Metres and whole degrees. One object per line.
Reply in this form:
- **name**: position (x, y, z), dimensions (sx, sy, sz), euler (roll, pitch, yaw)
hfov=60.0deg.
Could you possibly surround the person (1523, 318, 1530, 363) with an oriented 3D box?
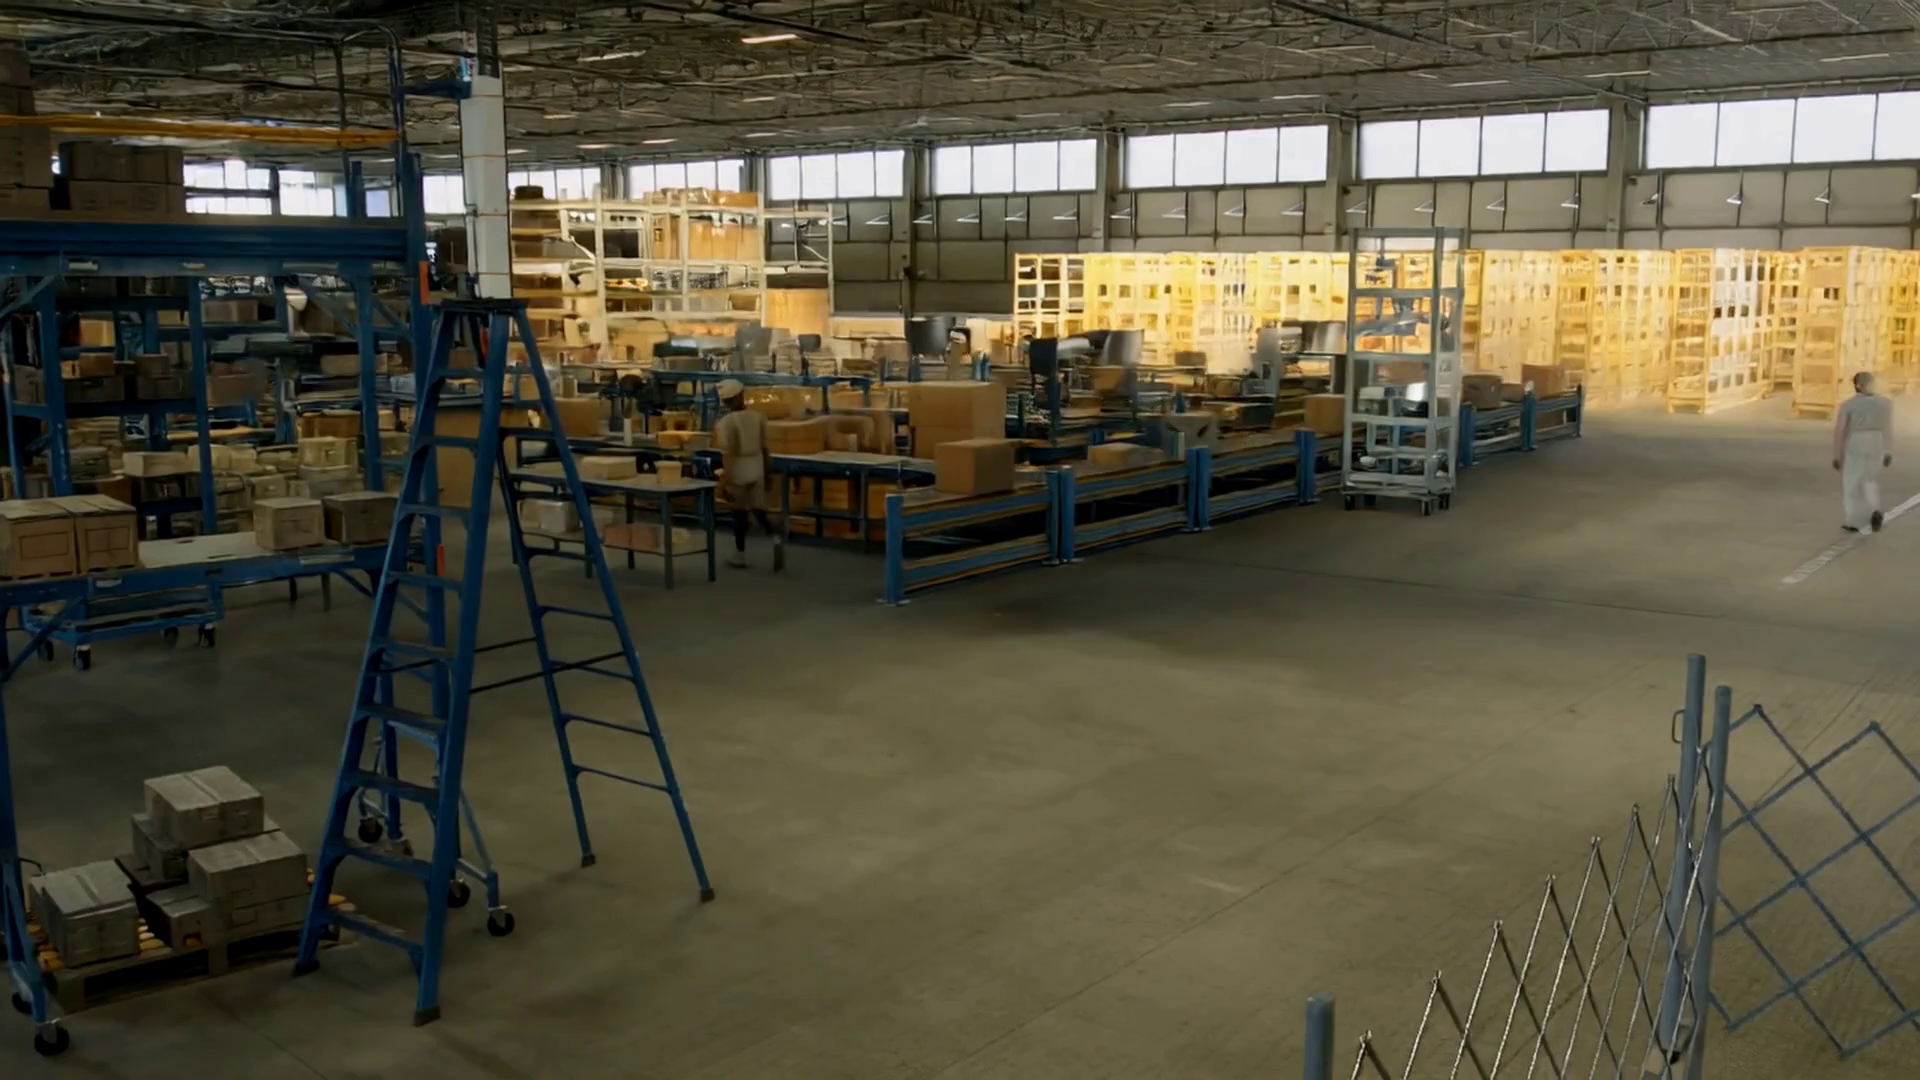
- **person**: position (15.839, -5.341, 46.581), dimensions (0.396, 1.847, 0.565), euler (-1, 9, -5)

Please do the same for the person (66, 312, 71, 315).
- **person**: position (-28.475, -6.420, 53.404), dimensions (0.607, 1.813, 0.464), euler (6, 11, 31)

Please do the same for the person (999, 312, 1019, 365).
- **person**: position (1.451, -5.757, 48.999), dimensions (0.625, 1.895, 0.984), euler (2, 9, 13)

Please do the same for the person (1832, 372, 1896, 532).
- **person**: position (10.563, -1.022, 19.471), dimensions (0.675, 1.890, 0.474), euler (0, 9, 2)

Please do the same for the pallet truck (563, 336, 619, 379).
- **pallet truck**: position (-10.690, -5.294, 48.215), dimensions (1.601, 1.201, 0.680), euler (-5, 10, -26)

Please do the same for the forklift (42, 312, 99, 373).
- **forklift**: position (-23.779, -5.451, 44.052), dimensions (1.873, 2.768, 1.129), euler (7, 11, 36)

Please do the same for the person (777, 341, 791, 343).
- **person**: position (-7.592, -9.365, 71.407), dimensions (1.030, 1.948, 0.638), euler (8, 12, 41)

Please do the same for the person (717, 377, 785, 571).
- **person**: position (-2.124, -0.648, 16.837), dimensions (0.612, 2.002, 0.864), euler (-7, 12, -38)

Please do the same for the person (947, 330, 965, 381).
- **person**: position (-0.017, -3.884, 37.778), dimensions (0.710, 1.741, 0.548), euler (4, 10, 26)

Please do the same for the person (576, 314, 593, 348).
- **person**: position (-12.900, -6.932, 57.083), dimensions (0.564, 1.656, 0.467), euler (-1, 9, -4)

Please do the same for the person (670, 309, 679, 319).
- **person**: position (-10.371, -7.465, 60.148), dimensions (0.537, 1.743, 0.687), euler (6, 11, 35)

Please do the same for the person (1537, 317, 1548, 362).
- **person**: position (16.440, -5.369, 46.836), dimensions (0.404, 1.823, 0.617), euler (6, 11, 35)

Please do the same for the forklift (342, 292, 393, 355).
- **forklift**: position (-16.485, -5.622, 45.120), dimensions (1.129, 2.768, 1.873), euler (7, 11, 37)

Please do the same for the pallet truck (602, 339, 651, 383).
- **pallet truck**: position (-8.991, -4.871, 45.351), dimensions (0.653, 1.274, 1.630), euler (7, 11, 37)

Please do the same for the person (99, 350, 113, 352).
- **person**: position (-31.839, -7.840, 61.957), dimensions (0.636, 1.921, 0.715), euler (7, 12, 38)
